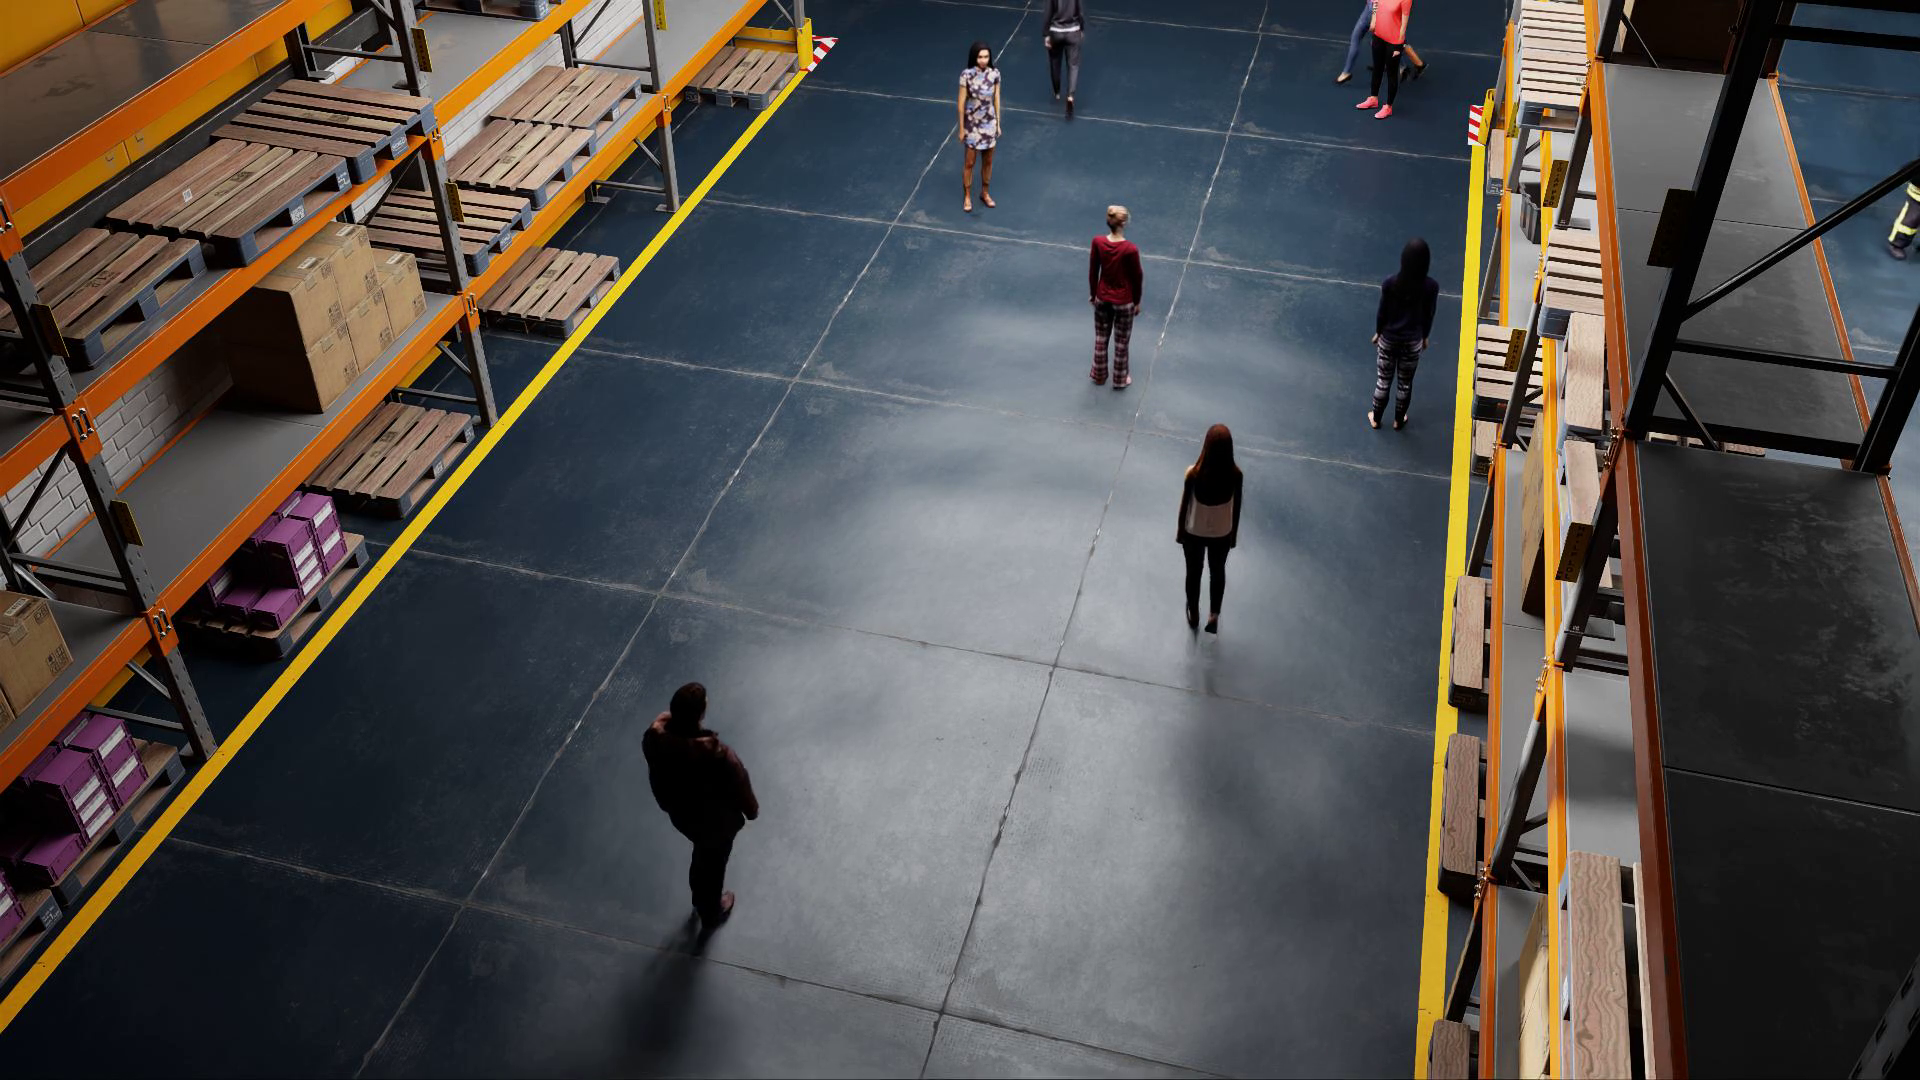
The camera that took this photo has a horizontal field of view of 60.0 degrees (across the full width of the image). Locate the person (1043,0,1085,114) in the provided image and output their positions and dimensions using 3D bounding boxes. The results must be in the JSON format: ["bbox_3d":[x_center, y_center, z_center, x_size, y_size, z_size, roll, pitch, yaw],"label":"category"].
[{"bbox_3d":[1.174,-5.629,18.544,0.761,1.703,1.063,1,39,2],"label":"person"}]

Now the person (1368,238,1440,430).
[{"bbox_3d":[3.604,-1.668,13.561,0.610,1.732,0.517,8,39,10],"label":"person"}]

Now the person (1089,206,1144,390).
[{"bbox_3d":[1.308,-2.056,14.072,0.655,1.702,0.573,18,42,22],"label":"person"}]

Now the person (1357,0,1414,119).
[{"bbox_3d":[4.773,-5.552,18.455,0.728,1.694,0.667,-20,43,-23],"label":"person"}]

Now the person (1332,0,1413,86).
[{"bbox_3d":[4.827,-5.943,18.896,0.795,1.756,1.103,16,41,20],"label":"person"}]

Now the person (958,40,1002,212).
[{"bbox_3d":[0.199,-4.161,16.681,0.672,1.734,0.683,-12,40,-14],"label":"person"}]

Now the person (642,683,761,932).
[{"bbox_3d":[-1.498,1.575,9.420,0.854,1.833,0.857,22,43,25],"label":"person"}]

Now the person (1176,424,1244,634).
[{"bbox_3d":[1.716,0.001,11.488,0.671,1.711,0.815,1,39,2],"label":"person"}]
